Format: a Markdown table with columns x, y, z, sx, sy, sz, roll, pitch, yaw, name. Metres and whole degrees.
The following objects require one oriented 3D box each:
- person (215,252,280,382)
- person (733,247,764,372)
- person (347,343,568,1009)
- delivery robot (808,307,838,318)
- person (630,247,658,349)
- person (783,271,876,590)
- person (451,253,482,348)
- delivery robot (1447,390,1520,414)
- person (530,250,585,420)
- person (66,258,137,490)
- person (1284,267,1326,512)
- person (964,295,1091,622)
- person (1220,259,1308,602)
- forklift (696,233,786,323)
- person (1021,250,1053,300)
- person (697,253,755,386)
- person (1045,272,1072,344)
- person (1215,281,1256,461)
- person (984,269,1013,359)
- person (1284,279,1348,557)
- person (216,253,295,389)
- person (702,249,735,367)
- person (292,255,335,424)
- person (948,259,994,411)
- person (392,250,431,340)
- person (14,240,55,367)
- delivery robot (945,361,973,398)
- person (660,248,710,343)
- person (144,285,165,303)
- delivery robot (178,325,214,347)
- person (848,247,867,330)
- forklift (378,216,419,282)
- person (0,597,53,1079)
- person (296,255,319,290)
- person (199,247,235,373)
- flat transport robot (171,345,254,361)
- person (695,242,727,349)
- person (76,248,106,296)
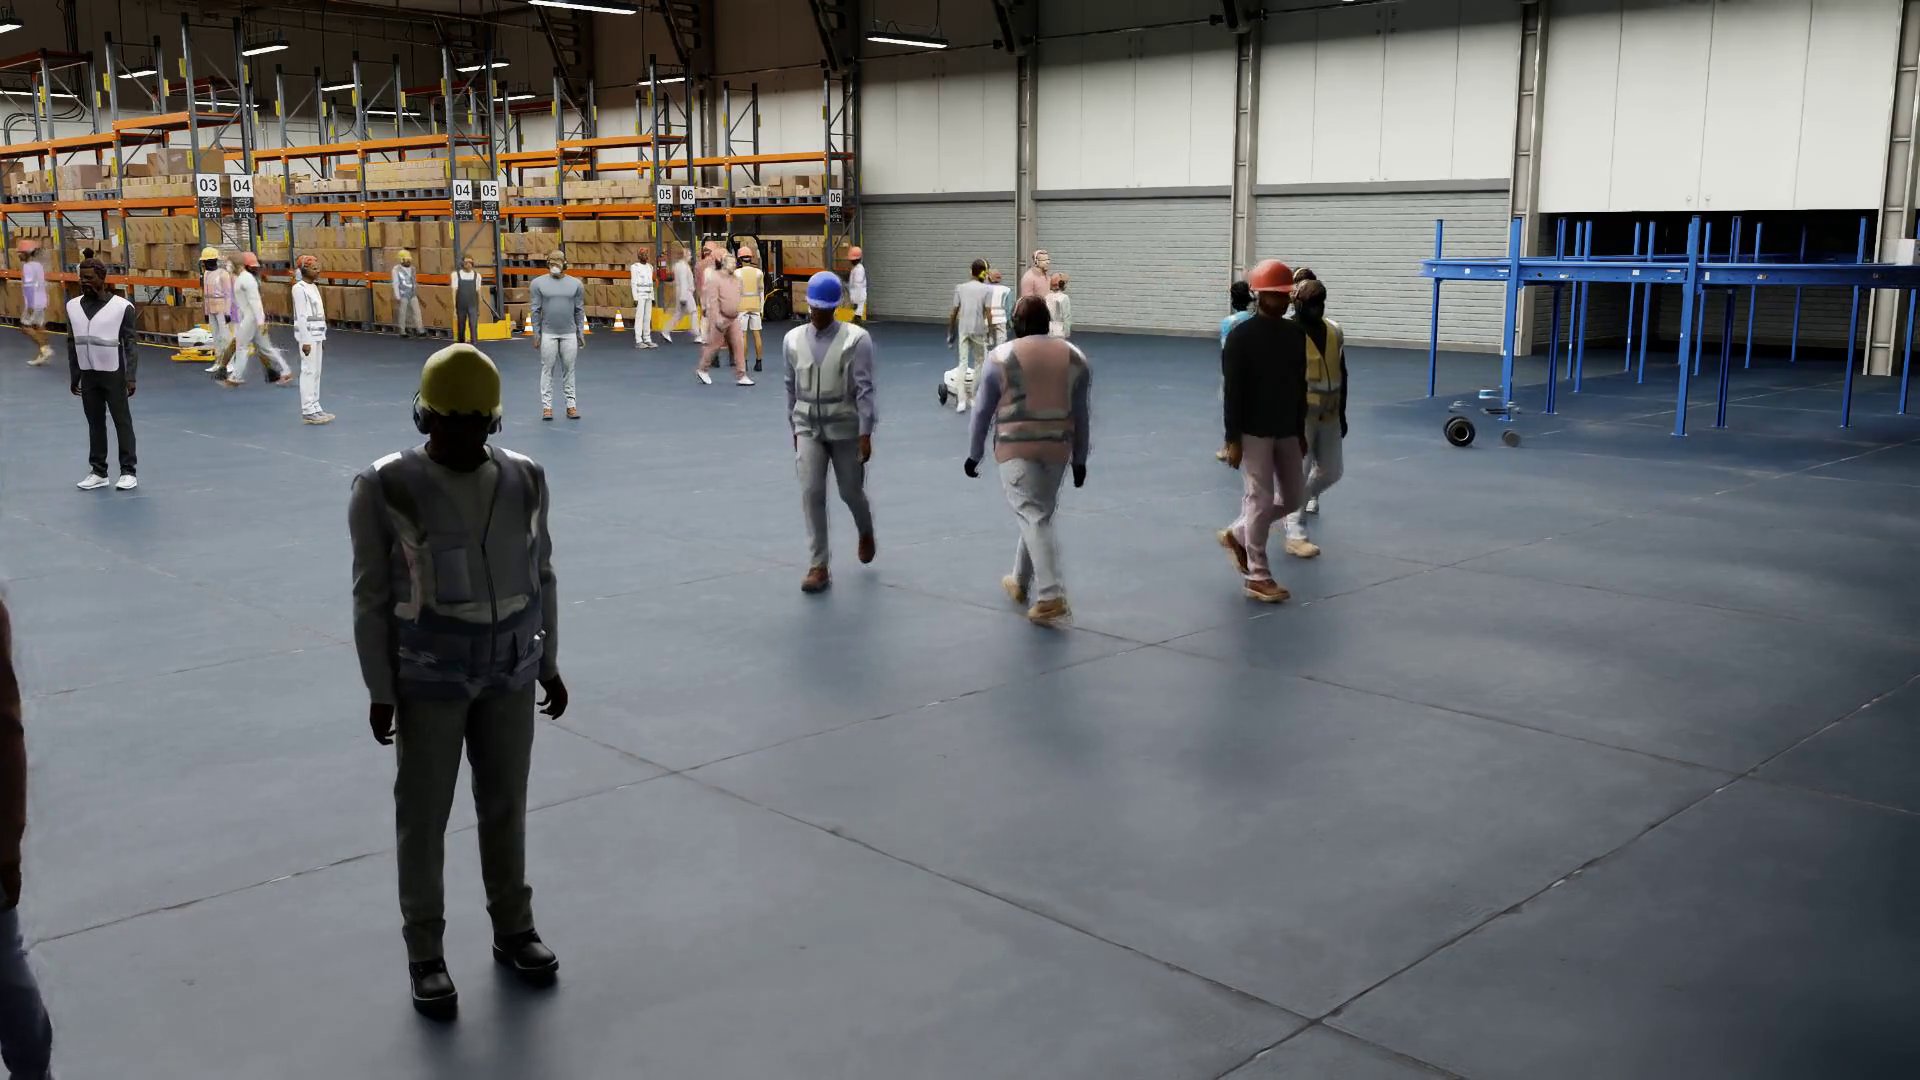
| x | y | z | sx | sy | sz | roll | pitch | yaw | name |
| --- | --- | --- | --- | --- | --- | --- | --- | --- | --- |
| -10.278 | -3.195 | 23.917 | 1.013 | 1.877 | 0.541 | -5 | 11 | -25 | person |
| -3.329 | -3.609 | 26.013 | 0.543 | 1.929 | 0.372 | -5 | 12 | -27 | person |
| -1.369 | 0.366 | 4.629 | 0.588 | 1.822 | 0.403 | -9 | 13 | -39 | person |
| -3.285 | -5.499 | 39.930 | 0.707 | 0.478 | 0.477 | -1 | 10 | -6 | delivery robot |
| -5.952 | -4.560 | 31.323 | 0.347 | 1.882 | 0.584 | 6 | 12 | 28 | person |
| -0.765 | -0.687 | 10.158 | 0.617 | 1.906 | 0.825 | 3 | 11 | 15 | person |
| -8.394 | -3.971 | 28.296 | 0.523 | 1.820 | 0.813 | -4 | 11 | -20 | person |
| 5.336 | -1.411 | 16.926 | 0.698 | 0.223 | 0.335 | 2 | 11 | 11 | delivery robot |
| -4.647 | -2.373 | 19.260 | 0.627 | 1.934 | 0.370 | -5 | 11 | -23 | person |
| -7.177 | -1.391 | 13.947 | 0.589 | 1.920 | 0.392 | 1 | 10 | 5 | person |
| 2.574 | -1.127 | 12.642 | 0.311 | 1.869 | 0.534 | 10 | 14 | 43 | person |
| 0.409 | -0.465 | 9.314 | 0.634 | 1.788 | 0.999 | -4 | 11 | -21 | person |
| 1.759 | -0.651 | 9.752 | 0.633 | 1.973 | 0.571 | -7 | 13 | -35 | person |
| -5.496 | -6.489 | 41.108 | 2.313 | 2.155 | 1.214 | -10 | 14 | -44 | forklift |
| 1.096 | -3.014 | 22.828 | 0.403 | 1.911 | 0.637 | 6 | 12 | 30 | person |
| -3.372 | -3.136 | 23.605 | 0.928 | 1.871 | 0.643 | 9 | 14 | 40 | person |
| 1.235 | -2.561 | 21.085 | 0.314 | 1.641 | 0.515 | -6 | 12 | -29 | person |
| 2.654 | -1.568 | 15.530 | 0.545 | 1.684 | 0.545 | -7 | 12 | -32 | person |
| 0.511 | -3.216 | 24.735 | 0.548 | 1.606 | 0.683 | 0 | 10 | 0 | person |
| 2.301 | -0.825 | 11.110 | 0.651 | 1.826 | 0.511 | -5 | 12 | -28 | person |
| -9.845 | -3.055 | 23.190 | 1.007 | 1.878 | 0.675 | -5 | 11 | -24 | person |
| -3.874 | -3.719 | 26.736 | 0.663 | 1.891 | 0.379 | 6 | 12 | 30 | person |
| -7.344 | -2.271 | 18.837 | 0.342 | 1.882 | 0.586 | -1 | 10 | -6 | person |
| 0.146 | -2.486 | 20.196 | 0.639 | 1.808 | 0.899 | 4 | 11 | 19 | person |
| -11.113 | -4.940 | 33.617 | 0.855 | 1.794 | 0.627 | 7 | 13 | 34 | person |
| -14.951 | -3.804 | 26.796 | 0.420 | 2.029 | 0.644 | -2 | 11 | -11 | person |
| 0.037 | -1.994 | 20.816 | 0.477 | 0.478 | 0.707 | -2 | 11 | -13 | delivery robot |
| -5.462 | -4.814 | 32.757 | 0.910 | 1.872 | 0.642 | -4 | 11 | -22 | person |
| -19.675 | -6.193 | 40.608 | 0.299 | 1.745 | 0.483 | 9 | 14 | 41 | person |
| -13.405 | -3.546 | 29.278 | 0.707 | 0.478 | 0.477 | 4 | 11 | 23 | delivery robot |
| -1.859 | -4.392 | 30.395 | 0.386 | 1.894 | 0.662 | -1 | 10 | -6 | person |
| -17.868 | -9.201 | 54.028 | 1.873 | 2.768 | 1.129 | -10 | 14 | -44 | forklift |
| -2.230 | 0.617 | 3.533 | 0.533 | 1.721 | 0.904 | -2 | 11 | -10 | person |
| -14.325 | -5.435 | 36.658 | 0.655 | 1.671 | 0.550 | 9 | 14 | 42 | person |
| -11.459 | -3.537 | 25.632 | 0.594 | 1.922 | 0.377 | 7 | 12 | 32 | person |
| -12.838 | -3.232 | 28.599 | 0.652 | 0.197 | 1.431 | 2 | 11 | 8 | flat transport robot |
| -4.664 | -4.577 | 31.135 | 0.611 | 1.985 | 0.393 | 5 | 11 | 24 | person |
| -17.002 | -4.782 | 32.579 | 0.531 | 1.867 | 0.317 | -9 | 14 | -41 | person |
